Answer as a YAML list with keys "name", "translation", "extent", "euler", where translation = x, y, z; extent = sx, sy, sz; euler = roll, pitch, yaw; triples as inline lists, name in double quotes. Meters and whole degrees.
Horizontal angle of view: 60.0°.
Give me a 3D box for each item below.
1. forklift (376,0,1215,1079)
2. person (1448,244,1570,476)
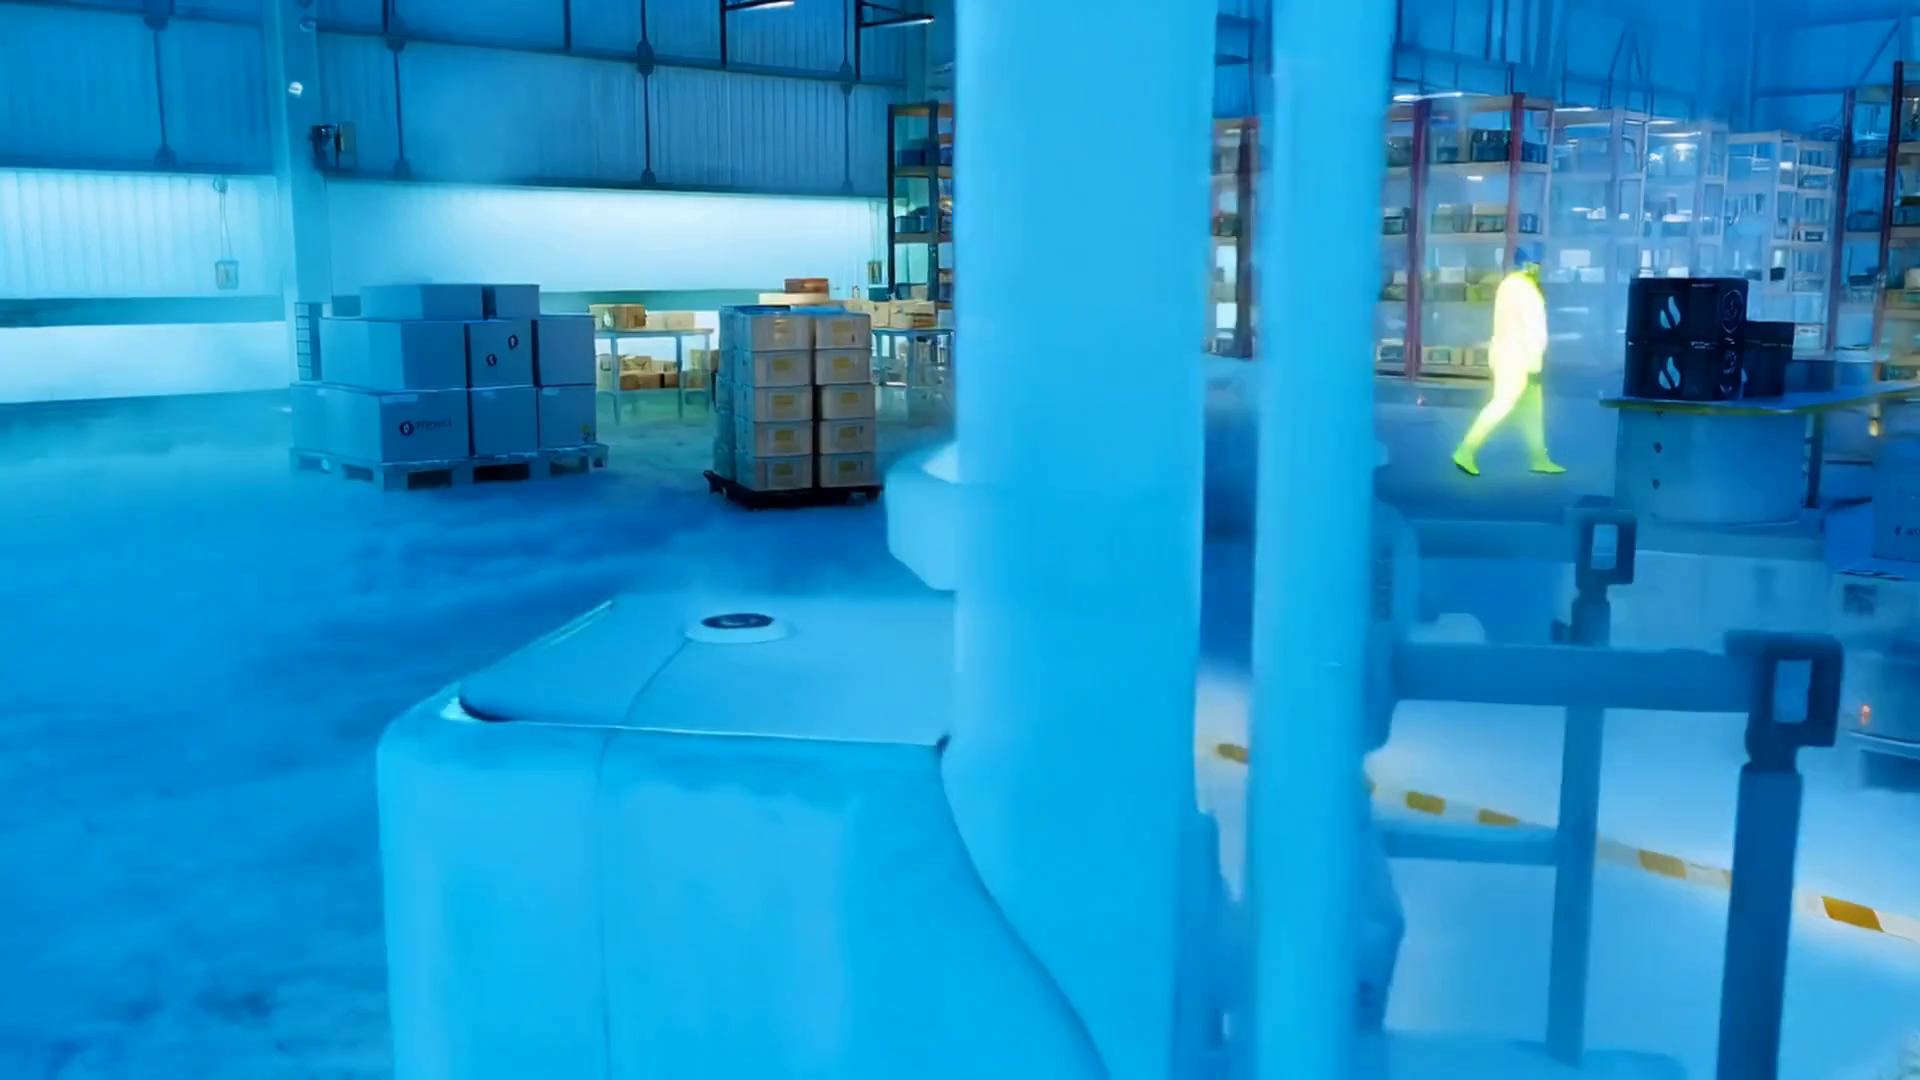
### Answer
- name: "forklift"
  translation: [0.184, -0.145, 2.483]
  extent: [1.873, 2.768, 1.129]
  euler: [2, 10, 9]
- name: "person"
  translation: [4.397, -1.422, 13.241]
  extent: [0.999, 1.860, 0.639]
  euler: [0, 9, 2]
